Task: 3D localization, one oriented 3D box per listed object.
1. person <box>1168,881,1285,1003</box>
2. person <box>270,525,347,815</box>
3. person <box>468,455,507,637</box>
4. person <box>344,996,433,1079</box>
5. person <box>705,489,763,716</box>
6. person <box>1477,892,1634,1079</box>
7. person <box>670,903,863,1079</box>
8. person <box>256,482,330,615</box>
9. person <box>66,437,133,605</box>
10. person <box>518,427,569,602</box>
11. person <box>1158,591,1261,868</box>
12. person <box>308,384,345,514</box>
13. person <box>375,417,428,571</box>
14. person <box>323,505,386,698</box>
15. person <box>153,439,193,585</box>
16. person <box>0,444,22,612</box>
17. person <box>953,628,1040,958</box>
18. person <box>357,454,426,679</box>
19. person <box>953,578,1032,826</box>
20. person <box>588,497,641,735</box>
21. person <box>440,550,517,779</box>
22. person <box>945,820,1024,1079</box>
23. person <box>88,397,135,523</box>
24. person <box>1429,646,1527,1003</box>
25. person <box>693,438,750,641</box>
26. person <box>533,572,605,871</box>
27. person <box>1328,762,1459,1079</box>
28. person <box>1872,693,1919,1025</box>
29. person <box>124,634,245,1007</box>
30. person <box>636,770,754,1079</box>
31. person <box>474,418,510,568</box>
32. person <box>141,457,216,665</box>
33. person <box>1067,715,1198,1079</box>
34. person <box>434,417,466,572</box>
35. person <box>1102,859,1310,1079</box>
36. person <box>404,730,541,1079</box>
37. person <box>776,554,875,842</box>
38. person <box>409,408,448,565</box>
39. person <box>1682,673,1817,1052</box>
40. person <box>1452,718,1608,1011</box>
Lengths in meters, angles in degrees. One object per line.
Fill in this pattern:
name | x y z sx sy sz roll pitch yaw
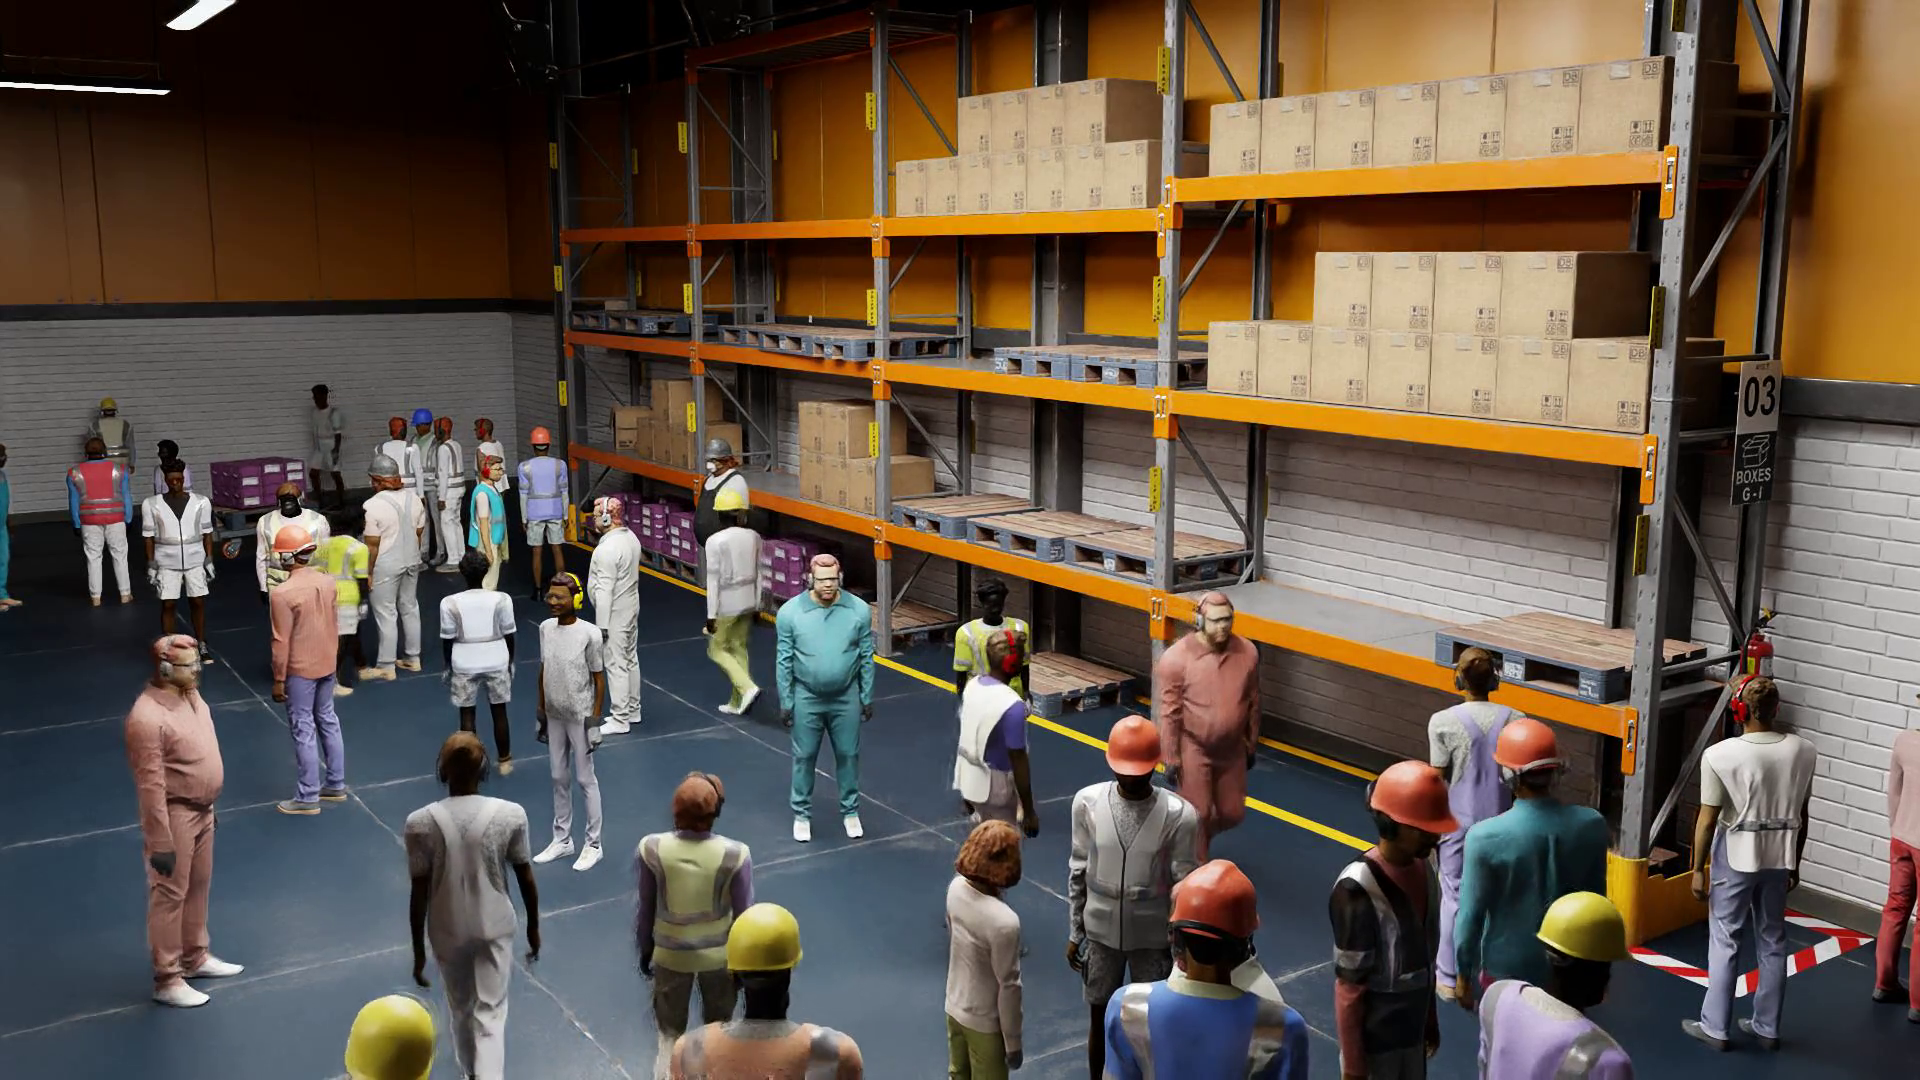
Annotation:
person | 0.785 1.975 5.260 0.403 1.897 0.654 -3 10 -17
person | -4.503 0.881 11.422 0.408 1.987 0.614 3 10 15
person | -4.709 0.066 16.608 0.372 1.840 0.570 -2 10 -9
person | -1.569 2.093 4.598 0.648 1.887 0.649 2 10 11
person | -1.840 0.535 13.647 0.525 1.908 0.617 7 12 37
person | 1.815 1.995 5.083 0.401 1.917 0.592 -4 10 -22
person | -0.571 2.021 4.940 0.597 1.902 0.686 2 10 10
person | -5.846 0.405 14.626 0.625 1.844 0.429 -3 10 -17
person | -9.389 -0.204 18.201 0.627 1.844 0.429 -5 11 -29
person | -4.588 -0.283 18.370 0.545 1.942 0.349 -3 10 -20
person | 1.447 1.204 9.804 0.655 1.892 0.589 -3 10 -17
person | -9.385 -1.320 24.460 0.631 1.933 0.782 4 11 24
person | -6.732 -0.543 20.058 0.572 1.886 0.353 1 10 5
person | -5.284 0.518 14.519 0.540 1.651 0.788 7 12 37
person | -9.156 -0.326 19.343 0.533 1.697 0.318 3 10 18
person | -10.361 -0.138 17.858 0.363 1.835 0.504 -1 10 -9
person | 0.202 1.381 8.939 0.445 1.831 0.585 -3 10 -19
person | -5.198 0.230 15.069 0.538 2.000 0.686 4 11 24
person | 0.219 1.076 11.139 0.540 1.686 0.320 -3 10 -14
person | -2.774 0.599 13.320 0.399 1.901 0.643 1 10 8
person | -3.478 0.914 12.063 0.539 1.697 0.317 -3 10 -18
person | 0.096 1.891 6.551 0.286 1.625 0.495 -5 11 -28
person | -12.016 -1.110 23.589 0.586 1.824 0.404 -7 12 -35
person | 2.613 1.452 8.481 0.505 1.842 0.349 0 10 0
person | -2.383 -0.025 16.564 0.535 2.000 0.688 -6 12 -33
person | -2.441 1.117 10.350 0.513 1.877 0.328 5 11 26
person | 1.576 1.777 6.038 0.410 2.030 0.611 9 13 43
person | 4.833 1.525 8.276 0.311 1.768 0.533 -1 10 -8
person | -3.964 1.418 8.538 0.422 1.899 0.684 -1 10 -4
person | -1.133 1.798 7.090 0.521 1.621 0.550 0 10 0
person | -5.737 -0.573 20.401 0.389 1.836 0.565 1 10 8
person | -7.232 0.206 15.428 0.607 1.966 0.367 -6 12 -33
person | 0.716 1.664 7.005 0.550 1.925 0.388 3 10 18
person | -6.181 -0.552 20.162 0.351 1.872 0.585 0 10 0
person | 0.733 1.947 4.981 0.614 2.041 0.393 3 10 17
person | -2.088 1.701 7.168 0.530 1.799 0.980 -2 10 -13
person | -0.872 1.026 10.833 0.643 1.898 0.398 -2 10 -11
person | -6.597 -0.666 20.597 0.601 1.949 0.384 5 11 25
person | 3.766 1.550 7.926 0.560 1.836 0.393 -1 10 -7
person | 2.279 1.688 6.694 0.638 1.978 0.430 -2 10 -10
